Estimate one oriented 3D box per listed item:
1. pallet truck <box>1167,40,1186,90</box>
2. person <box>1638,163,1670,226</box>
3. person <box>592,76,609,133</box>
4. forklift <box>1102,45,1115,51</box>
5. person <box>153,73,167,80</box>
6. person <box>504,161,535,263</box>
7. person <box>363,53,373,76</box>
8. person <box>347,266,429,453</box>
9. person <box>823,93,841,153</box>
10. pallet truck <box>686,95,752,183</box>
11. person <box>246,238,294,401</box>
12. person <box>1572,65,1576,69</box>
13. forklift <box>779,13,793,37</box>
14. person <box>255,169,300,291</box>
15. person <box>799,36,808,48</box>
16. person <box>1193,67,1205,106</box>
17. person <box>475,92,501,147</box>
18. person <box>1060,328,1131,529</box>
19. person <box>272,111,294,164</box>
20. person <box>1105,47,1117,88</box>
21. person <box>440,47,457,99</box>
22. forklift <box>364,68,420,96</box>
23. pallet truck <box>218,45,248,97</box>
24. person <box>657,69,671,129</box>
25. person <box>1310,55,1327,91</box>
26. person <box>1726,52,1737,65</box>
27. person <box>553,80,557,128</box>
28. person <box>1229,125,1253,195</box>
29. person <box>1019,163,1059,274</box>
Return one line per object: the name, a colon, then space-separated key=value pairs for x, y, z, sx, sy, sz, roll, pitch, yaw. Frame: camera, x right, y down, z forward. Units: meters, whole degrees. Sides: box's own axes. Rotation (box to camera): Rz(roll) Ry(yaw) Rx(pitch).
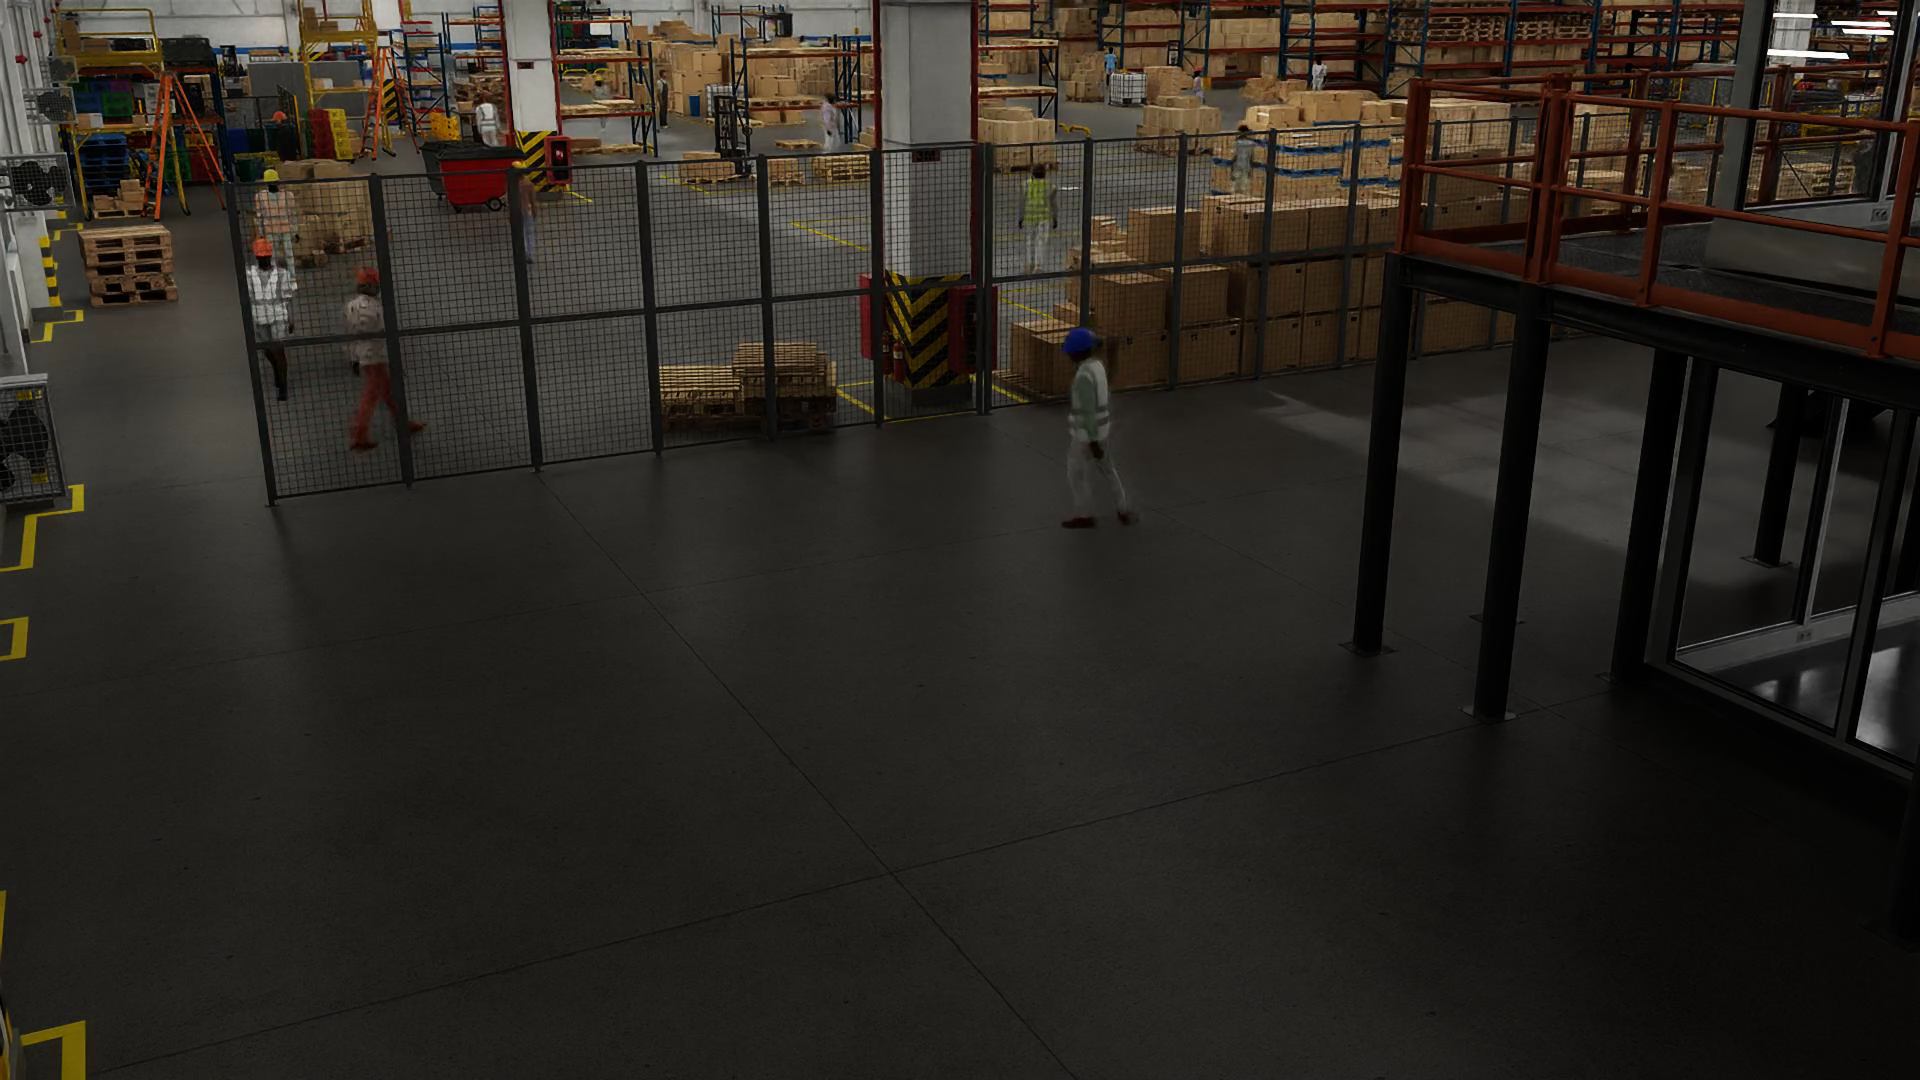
pallet truck: x=9.045 y=-19.971 z=69.895 sx=0.823 sy=1.965 sz=1.885 roll=-3 pitch=19 yaw=-8
person: x=11.335 y=-5.283 z=27.467 sx=0.938 sy=1.899 sz=0.646 roll=14 pitch=24 yaw=36
person: x=-11.164 y=-13.503 z=51.597 sx=0.506 sy=1.696 sz=0.896 roll=2 pitch=19 yaw=5
forklift: x=7.126 y=-23.615 z=79.126 sx=1.873 sy=2.768 sz=1.129 roll=-9 pitch=21 yaw=-25
person: x=-29.656 y=-17.139 z=61.800 sx=0.571 sy=1.919 sz=0.511 roll=-2 pitch=19 yaw=-5
person: x=-7.653 y=-5.695 z=28.882 sx=0.554 sy=1.740 sz=0.722 roll=-11 pitch=22 yaw=-30
person: x=-23.581 y=-18.633 z=66.556 sx=0.521 sy=1.640 sz=0.306 roll=-10 pitch=21 yaw=-26
person: x=-6.187 y=-1.944 z=17.730 sx=0.642 sy=1.939 sz=1.013 roll=15 pitch=24 yaw=36
person: x=-3.414 y=-10.836 z=43.720 sx=0.508 sy=1.802 sz=0.638 roll=9 pitch=21 yaw=23
pallet truck: x=-5.836 y=-9.608 z=39.856 sx=0.823 sy=1.965 sz=1.885 roll=10 pitch=22 yaw=27
person: x=-8.240 y=-2.675 z=19.901 sx=0.548 sy=1.911 sz=0.873 roll=-3 pitch=19 yaw=-10
person: x=24.482 y=-18.909 z=67.020 sx=0.960 sy=1.866 sz=0.655 roll=-16 pitch=25 yaw=-39
forklift: x=-8.211 y=-23.584 z=79.036 sx=1.873 sy=2.768 sz=1.129 roll=-9 pitch=21 yaw=-25
person: x=-10.757 y=-4.883 z=26.264 sx=0.594 sy=1.924 sz=0.383 roll=-6 pitch=20 yaw=-17
person: x=-7.304 y=-22.542 z=77.548 sx=0.597 sy=1.876 sz=0.987 roll=-15 pitch=24 yaw=-38
person: x=7.686 y=-14.178 z=53.314 sx=0.836 sy=1.881 sz=0.593 roll=10 pitch=22 yaw=28
person: x=-12.192 y=-10.648 z=43.071 sx=0.621 sy=1.864 sz=0.568 roll=-14 pitch=24 yaw=-36
person: x=1.244 y=-1.000 z=15.080 sx=0.631 sy=1.894 sz=0.698 roll=9 pitch=21 yaw=24
person: x=-14.505 y=-8.198 z=35.772 sx=0.389 sy=1.992 sz=0.625 roll=-2 pitch=19 yaw=-5
person: x=6.365 y=-19.966 z=70.336 sx=0.532 sy=1.696 sz=0.318 roll=-1 pitch=19 yaw=-3
person: x=-19.961 y=-18.251 z=65.006 sx=0.627 sy=1.935 sz=0.372 roll=-12 pitch=23 yaw=-32
forklift: x=-22.562 y=-19.014 z=65.787 sx=1.129 sy=2.768 sz=1.873 roll=13 pitch=23 yaw=33
pallet truck: x=-28.879 y=-18.665 z=66.111 sx=0.823 sy=1.965 sz=1.885 roll=-3 pitch=19 yaw=-9
person: x=-9.438 y=-14.038 z=52.931 sx=0.341 sy=1.845 sz=0.517 roll=5 pitch=20 yaw=13
person: x=12.772 y=-16.316 z=59.359 sx=0.377 sy=1.959 sz=0.604 roll=-18 pitch=26 yaw=-42
person: x=31.506 y=-19.157 z=68.095 sx=0.519 sy=1.616 sz=0.379 roll=-10 pitch=21 yaw=-27
person: x=-12.621 y=-13.452 z=51.087 sx=0.372 sy=1.940 sz=0.632 roll=5 pitch=20 yaw=13
person: x=5.770 y=-7.661 z=34.461 sx=0.561 sy=1.832 sz=0.895 roll=-5 pitch=20 yaw=-15
person: x=1.346 y=-5.431 z=28.035 sx=0.656 sy=1.802 sz=0.929 roll=4 pitch=19 yaw=11
